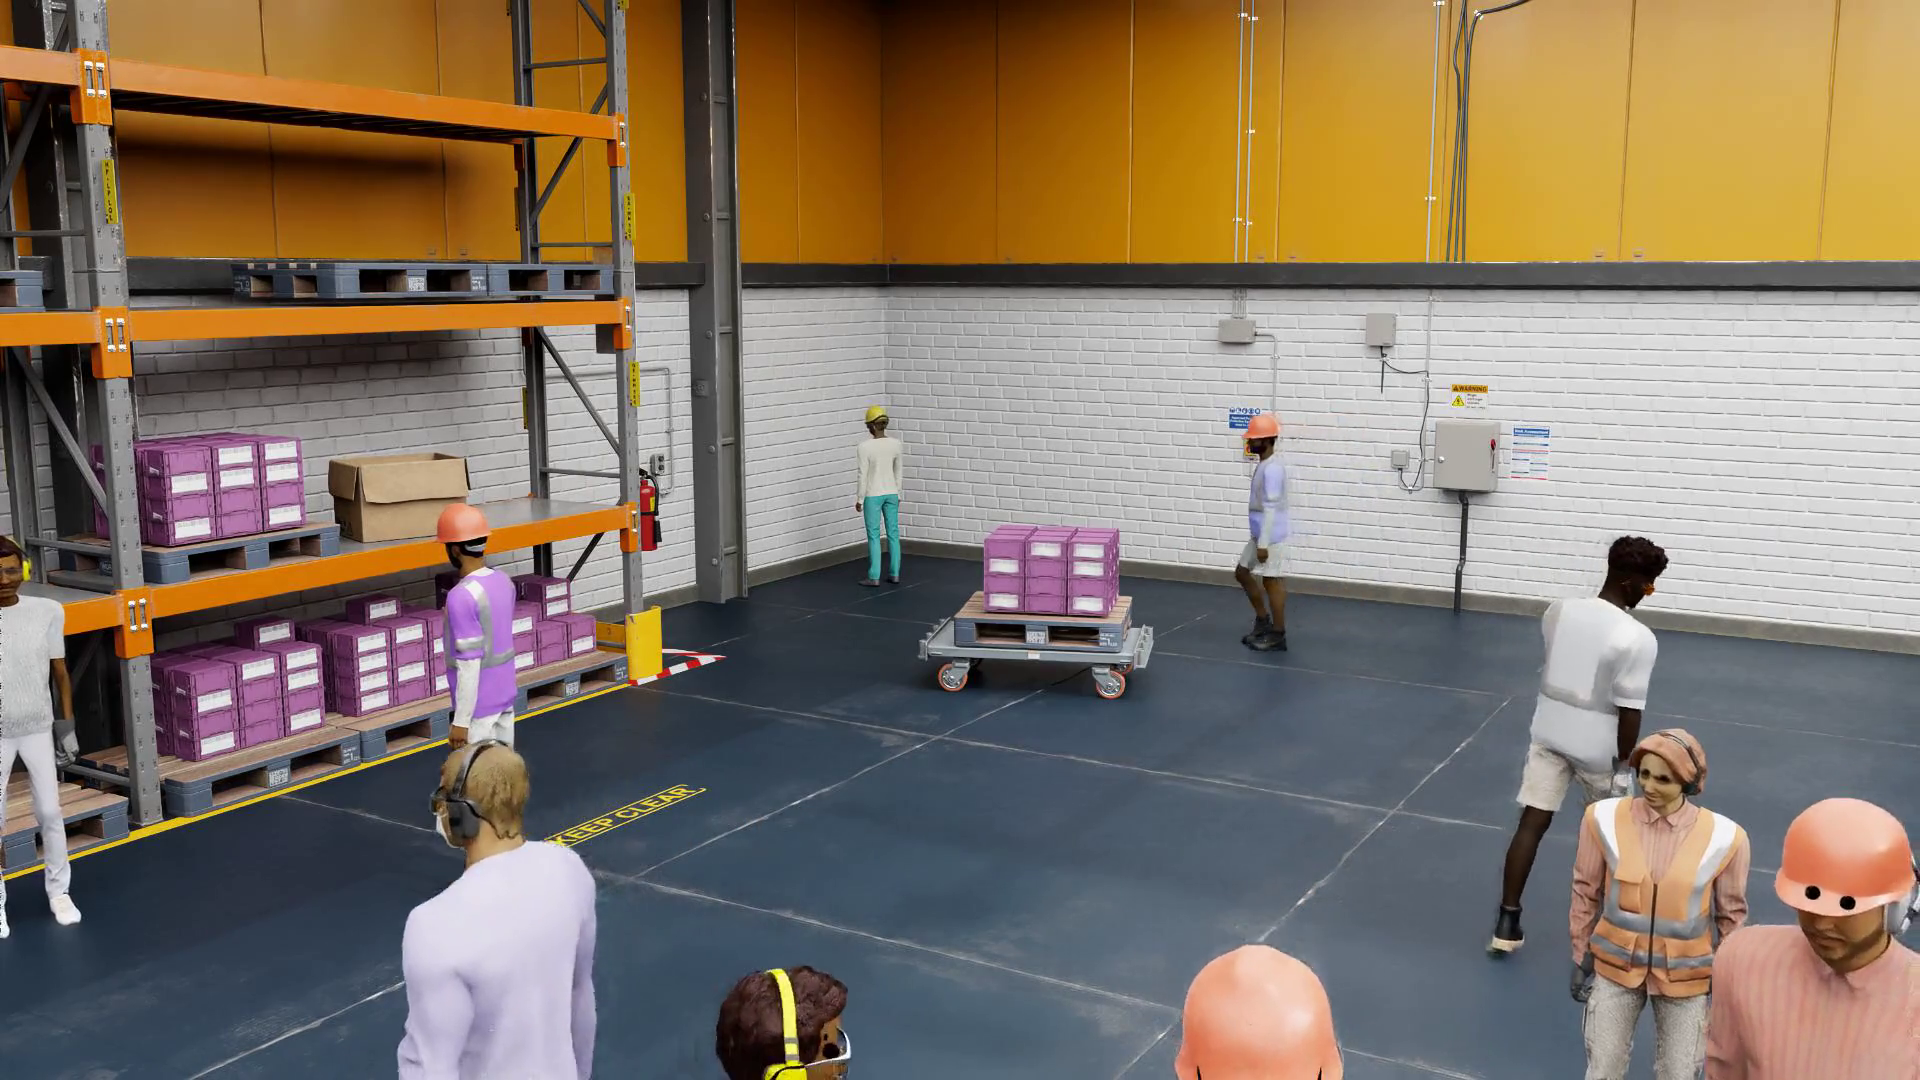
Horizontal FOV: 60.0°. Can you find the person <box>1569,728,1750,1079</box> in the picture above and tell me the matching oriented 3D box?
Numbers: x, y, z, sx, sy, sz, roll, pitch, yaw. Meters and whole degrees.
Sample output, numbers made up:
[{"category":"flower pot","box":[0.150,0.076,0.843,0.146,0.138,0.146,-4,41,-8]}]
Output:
[{"category":"person","box":[2.185,1.383,5.245,0.515,1.638,0.315,5,10,28]}]

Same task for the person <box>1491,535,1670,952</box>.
[{"category":"person","box":[2.799,0.911,7.400,0.985,1.904,0.596,-6,11,-33]}]

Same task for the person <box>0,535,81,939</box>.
[{"category":"person","box":[-4.337,0.892,7.633,0.509,1.860,0.318,-7,11,-36]}]

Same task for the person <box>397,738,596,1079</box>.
[{"category":"person","box":[-1.074,1.430,4.112,0.869,1.911,0.636,3,10,19]}]

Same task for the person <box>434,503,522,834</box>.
[{"category":"person","box":[-2.351,0.781,8.077,0.373,1.932,0.549,1,9,7]}]

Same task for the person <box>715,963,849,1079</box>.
[{"category":"person","box":[-0.396,1.649,2.993,0.945,1.834,0.489,-3,10,-17]}]

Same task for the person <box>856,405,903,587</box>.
[{"category":"person","box":[-0.786,-0.425,16.128,0.522,1.769,0.310,-7,11,-37]}]

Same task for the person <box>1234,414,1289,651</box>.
[{"category":"person","box":[2.422,-0.049,13.295,0.519,1.918,0.565,1,9,4]}]

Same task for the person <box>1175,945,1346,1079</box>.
[{"category":"person","box":[0.461,1.611,2.622,0.633,2.021,0.548,1,9,7]}]

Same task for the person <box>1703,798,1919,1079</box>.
[{"category":"person","box":[1.868,1.486,3.554,0.610,1.971,0.512,9,13,43]}]
